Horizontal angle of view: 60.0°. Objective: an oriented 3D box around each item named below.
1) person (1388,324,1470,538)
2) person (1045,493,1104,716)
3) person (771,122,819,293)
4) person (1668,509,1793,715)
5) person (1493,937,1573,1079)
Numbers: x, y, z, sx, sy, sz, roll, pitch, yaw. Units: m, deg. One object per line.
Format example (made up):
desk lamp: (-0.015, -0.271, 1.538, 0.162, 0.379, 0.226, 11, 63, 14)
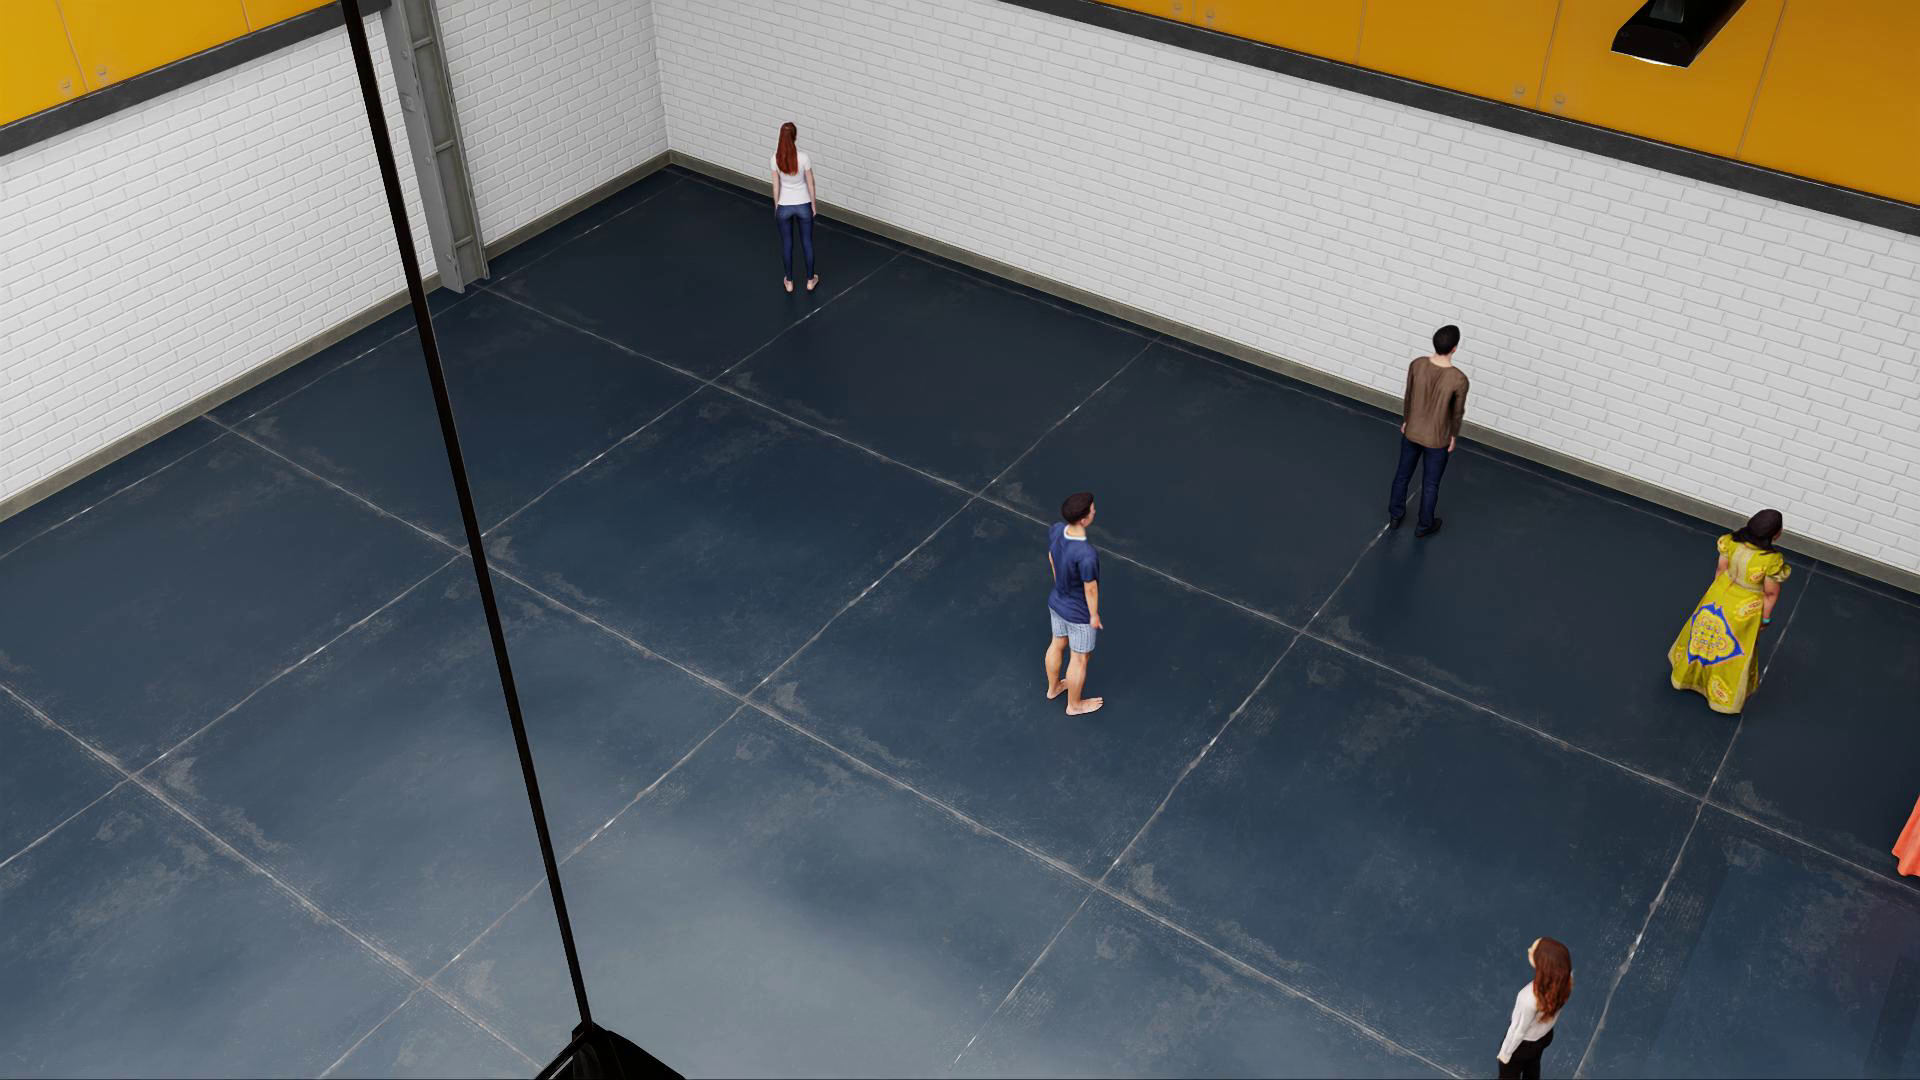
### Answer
person: (3.674, -0.851, 13.063, 0.655, 1.888, 0.579, 26, 46, 29)
person: (0.781, 0.438, 11.479, 0.675, 1.850, 0.689, -23, 44, -26)
person: (-1.610, -3.226, 16.156, 0.650, 1.739, 0.697, -3, 39, -3)
person: (5.420, 0.464, 11.599, 0.950, 1.660, 0.973, -22, 43, -25)
person: (3.084, 2.668, 8.982, 0.511, 1.481, 0.658, -25, 45, -28)
